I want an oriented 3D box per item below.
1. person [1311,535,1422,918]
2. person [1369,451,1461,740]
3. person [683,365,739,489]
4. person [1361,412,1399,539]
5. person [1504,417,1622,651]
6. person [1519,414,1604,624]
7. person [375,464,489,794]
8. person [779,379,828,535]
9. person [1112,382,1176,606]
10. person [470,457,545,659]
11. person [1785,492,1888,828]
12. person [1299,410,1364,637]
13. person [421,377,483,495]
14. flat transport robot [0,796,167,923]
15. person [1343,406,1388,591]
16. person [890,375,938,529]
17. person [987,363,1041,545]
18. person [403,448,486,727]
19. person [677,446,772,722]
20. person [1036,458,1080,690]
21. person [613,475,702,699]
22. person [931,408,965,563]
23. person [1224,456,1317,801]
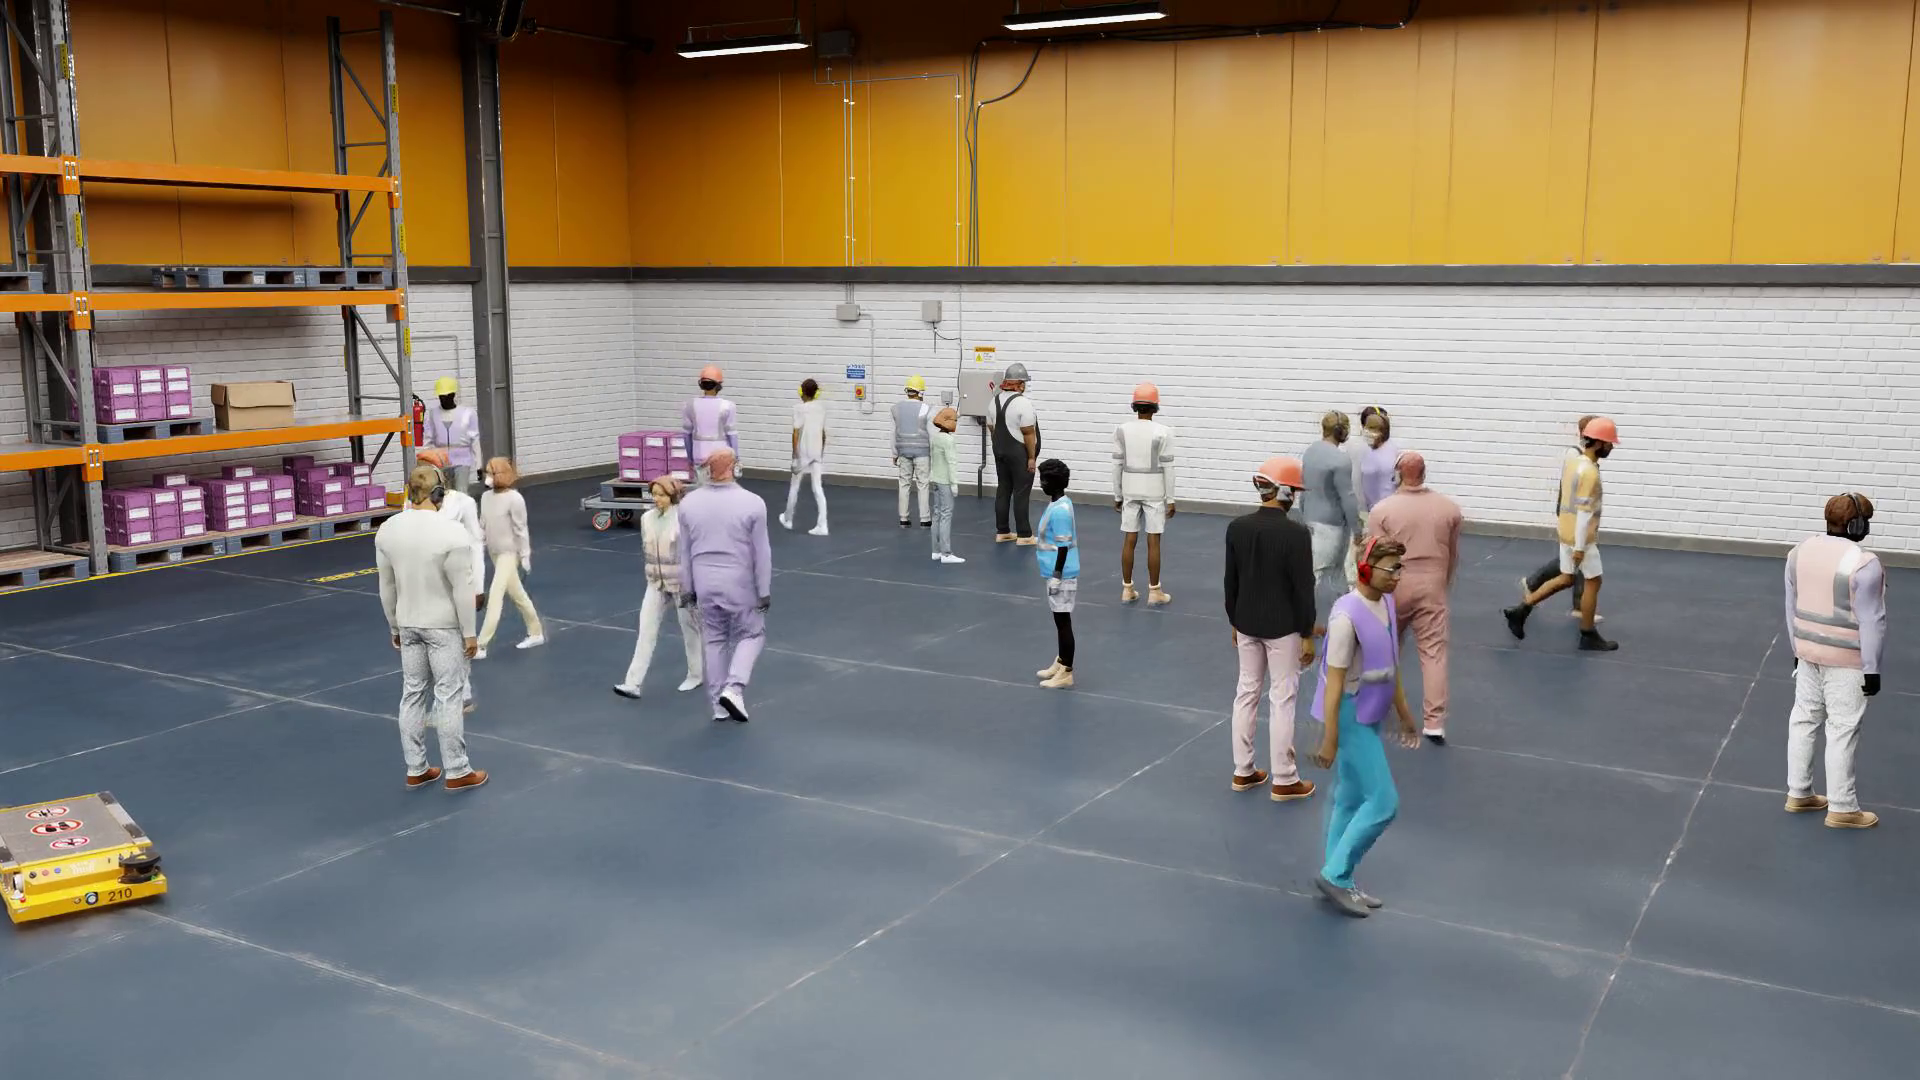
[{"bbox_3d":[1.913,0.874,7.863,0.483,1.822,0.557,5,10,27],"label":"person"},{"bbox_3d":[2.985,0.347,11.047,0.641,1.856,1.039,0,9,-2],"label":"person"},{"bbox_3d":[-2.716,-0.898,18.249,0.621,2.039,0.423,1,9,6],"label":"person"},{"bbox_3d":[3.530,-0.134,13.901,0.481,1.897,0.656,0,9,0],"label":"person"},{"bbox_3d":[4.871,-0.044,13.346,0.832,1.900,0.604,1,9,8],"label":"person"},{"bbox_3d":[5.325,-0.198,14.550,0.549,1.821,0.692,-9,13,-44],"label":"person"},{"bbox_3d":[-3.083,0.520,9.711,0.627,1.935,0.373,3,10,19],"label":"person"},{"bbox_3d":[-1.810,-0.979,19.484,0.553,1.799,0.965,-7,11,-36],"label":"person"},{"bbox_3d":[1.692,-0.419,15.216,0.615,2.047,0.360,5,10,29],"label":"person"},{"bbox_3d":[-3.653,0.129,13.210,0.518,1.582,0.848,8,12,41],"label":"person"},{"bbox_3d":[4.839,0.652,9.173,0.429,1.844,0.624,-3,10,-17],"label":"person"},{"bbox_3d":[3.182,-0.134,13.900,0.959,1.893,0.639,-2,9,-13],"label":"person"},{"bbox_3d":[-5.567,-0.820,18.138,0.630,1.905,0.630,0,9,2],"label":"person"},{"bbox_3d":[-4.527,1.559,8.395,0.652,0.197,1.431,-7,11,-37],"label":"flat transport robot"},{"bbox_3d":[3.631,-0.287,15.013,0.430,1.848,0.633,-3,10,-20],"label":"person"},{"bbox_3d":[-0.532,-1.042,19.771,0.600,1.829,0.404,4,10,21],"label":"person"},{"bbox_3d":[0.652,-0.969,18.667,0.537,2.000,0.682,-8,12,-39],"label":"person"},{"bbox_3d":[-3.557,0.321,11.170,0.595,1.855,0.725,4,10,26],"label":"person"},{"bbox_3d":[-1.575,0.315,11.155,0.649,1.884,0.497,2,9,15],"label":"person"},{"bbox_3d":[0.714,0.245,12.177,0.321,1.692,0.529,0,9,2],"label":"person"},{"bbox_3d":[-2.108,0.348,11.822,0.526,1.589,0.849,4,10,25],"label":"person"},{"bbox_3d":[-0.149,-0.579,17.502,0.284,1.633,0.498,-4,10,-23],"label":"person"},{"bbox_3d":[1.811,0.507,9.631,0.393,1.985,0.610,-8,12,-41],"label":"person"}]
